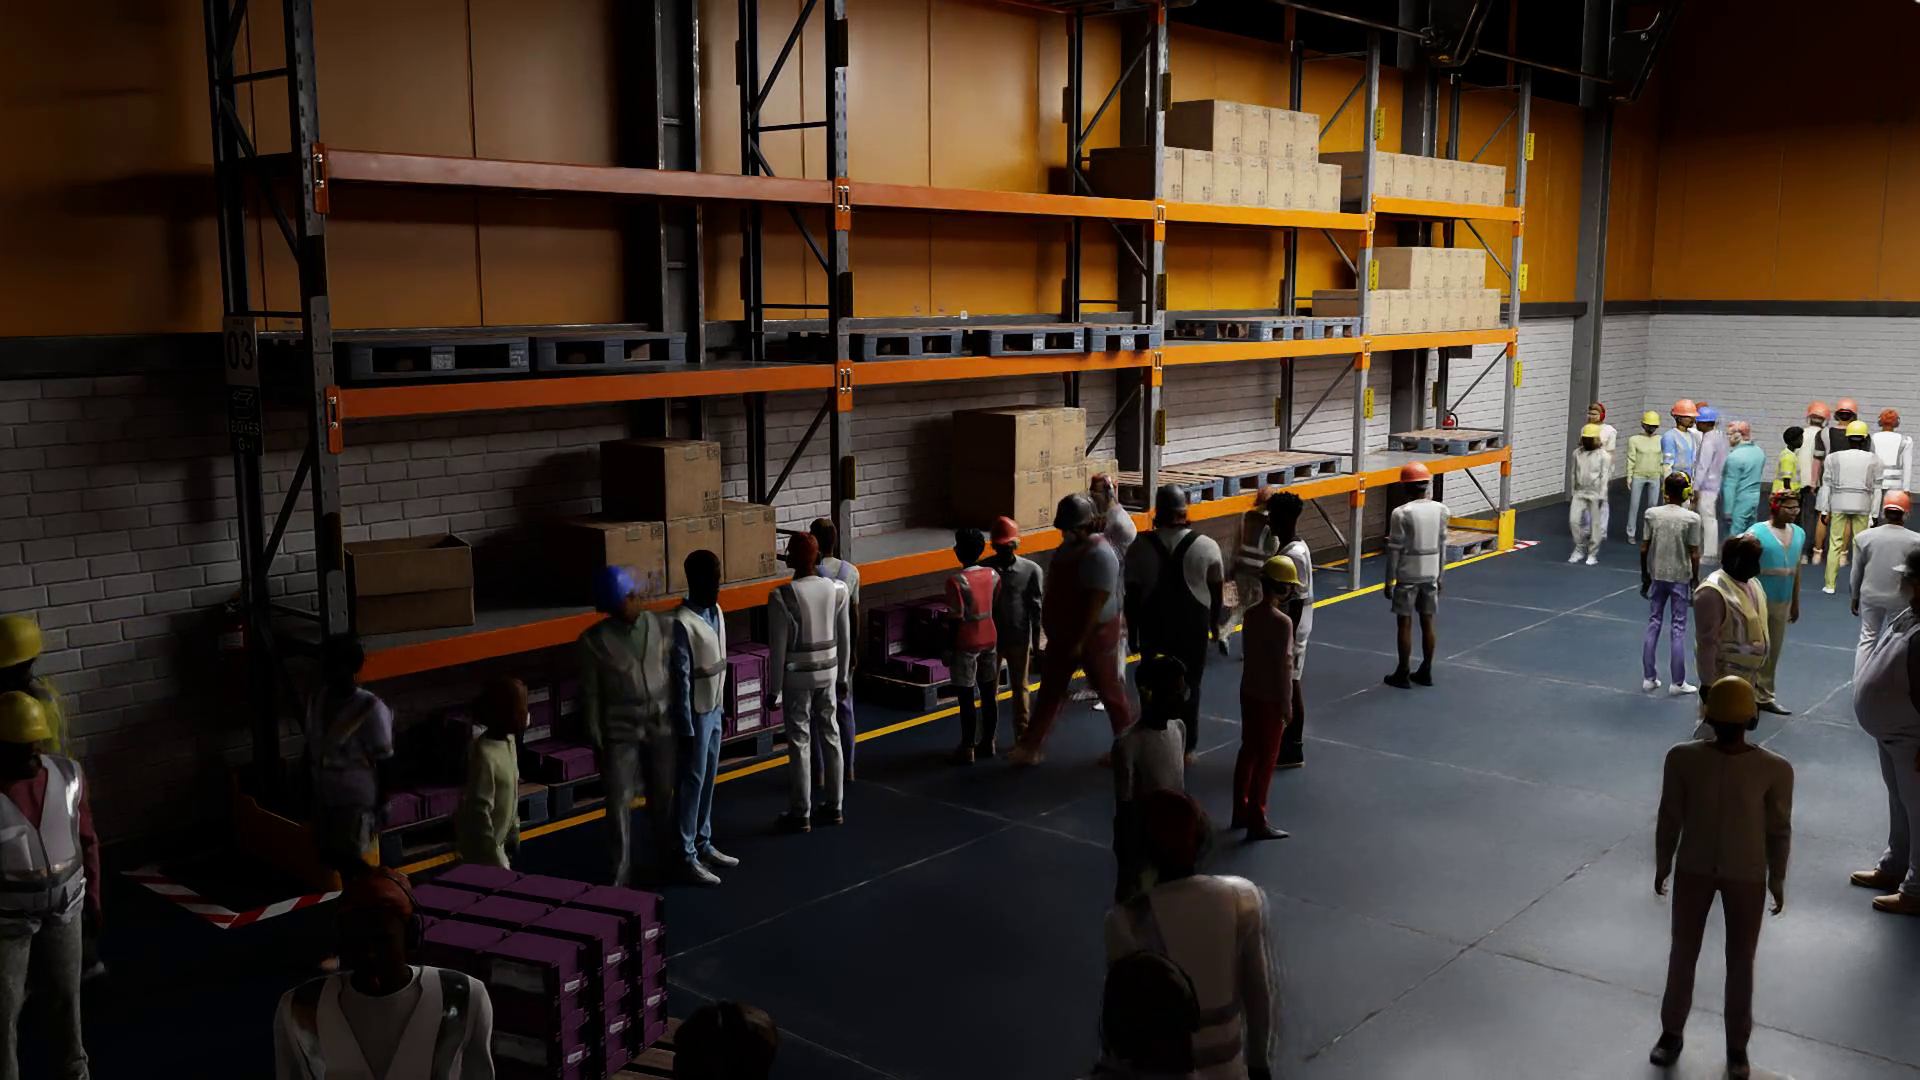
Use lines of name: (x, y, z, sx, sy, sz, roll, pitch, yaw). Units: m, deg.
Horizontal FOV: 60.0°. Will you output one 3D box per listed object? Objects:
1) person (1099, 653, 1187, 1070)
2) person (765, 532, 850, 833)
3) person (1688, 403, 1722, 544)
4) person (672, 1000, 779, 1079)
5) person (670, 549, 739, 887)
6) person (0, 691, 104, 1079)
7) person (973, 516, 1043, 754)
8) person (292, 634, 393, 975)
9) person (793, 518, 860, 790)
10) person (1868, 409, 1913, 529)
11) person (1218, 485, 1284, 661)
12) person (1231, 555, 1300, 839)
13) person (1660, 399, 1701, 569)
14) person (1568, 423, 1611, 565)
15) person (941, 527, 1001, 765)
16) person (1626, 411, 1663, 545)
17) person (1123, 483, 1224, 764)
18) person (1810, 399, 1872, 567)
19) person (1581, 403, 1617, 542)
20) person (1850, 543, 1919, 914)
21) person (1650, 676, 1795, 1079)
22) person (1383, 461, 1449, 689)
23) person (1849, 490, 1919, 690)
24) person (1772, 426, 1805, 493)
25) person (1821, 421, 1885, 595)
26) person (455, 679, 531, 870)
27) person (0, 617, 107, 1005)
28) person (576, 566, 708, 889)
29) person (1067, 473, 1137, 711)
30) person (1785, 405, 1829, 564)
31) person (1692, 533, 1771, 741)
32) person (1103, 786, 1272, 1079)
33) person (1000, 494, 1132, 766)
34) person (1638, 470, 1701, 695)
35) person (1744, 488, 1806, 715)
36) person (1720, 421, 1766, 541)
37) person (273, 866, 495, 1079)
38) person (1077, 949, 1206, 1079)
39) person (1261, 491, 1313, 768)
person: (0.824, 1.394, 7.192, 0.328, 1.860, 0.497, 7, 11, 38)
person: (-0.948, 0.881, 10.401, 0.585, 1.881, 0.337, -6, 11, -36)
person: (9.667, -0.857, 21.714, 0.603, 1.861, 0.457, -3, 9, -18)
person: (-0.483, 1.927, 3.829, 0.337, 1.837, 0.503, -2, 9, -13)
person: (-1.506, 0.999, 9.533, 0.374, 1.916, 0.597, 2, 9, 12)
person: (-3.733, 1.490, 6.667, 0.403, 1.824, 0.594, 6, 11, 34)
person: (0.313, 0.691, 12.049, 0.570, 1.749, 0.338, 1, 9, 10)
person: (-3.084, 1.283, 8.433, 0.541, 1.679, 0.645, 5, 10, 30)
person: (-0.907, 0.767, 11.298, 0.510, 1.839, 0.345, -7, 11, -37)
person: (11.288, -0.658, 20.323, 0.584, 1.882, 0.337, 4, 10, 26)
person: (2.651, 0.306, 14.958, 0.471, 1.612, 0.560, -7, 11, -38)
person: (1.916, 0.966, 10.297, 0.373, 1.752, 0.519, -3, 9, -16)
person: (8.551, -0.649, 19.754, 0.608, 2.044, 0.377, -8, 12, -41)
person: (7.603, -0.548, 20.124, 0.496, 1.727, 0.519, 8, 12, 41)
person: (0.077, 0.749, 11.847, 0.321, 1.697, 0.529, 8, 12, 41)
person: (8.939, -0.801, 21.649, 0.525, 1.760, 0.340, 1, 9, 6)
person: (1.523, 0.573, 11.880, 0.707, 2.000, 0.683, 1, 9, 9)
person: (10.600, -0.686, 20.050, 0.617, 2.029, 0.409, 5, 10, 29)
person: (8.418, -0.890, 21.975, 0.387, 1.838, 0.563, -4, 10, -22)
person: (5.184, 1.005, 9.097, 0.537, 2.000, 0.682, 2, 9, 13)
person: (3.273, 1.442, 7.166, 0.533, 1.765, 0.330, 5, 10, 29)
person: (3.824, 0.299, 14.035, 0.544, 1.927, 0.376, -3, 9, -18)
person: (7.552, 0.466, 13.531, 0.570, 1.744, 0.349, 8, 12, 44)
person: (10.041, -0.539, 20.195, 0.331, 1.684, 0.538, 5, 10, 28)
person: (9.733, -0.343, 18.183, 0.587, 1.920, 0.397, 4, 10, 27)
person: (-2.109, 1.432, 7.722, 0.676, 1.598, 0.522, 0, 9, -3)
person: (-4.392, 1.274, 7.823, 0.582, 1.900, 0.705, -7, 12, -40)
person: (-1.739, 1.054, 9.263, 0.760, 1.903, 0.405, -6, 11, -33)
person: (1.130, 0.407, 13.381, 0.411, 1.910, 0.643, -5, 10, -29)
person: (10.460, -0.700, 20.516, 0.648, 1.909, 1.043, 5, 10, 31)
person: (4.928, 0.866, 10.637, 0.634, 1.839, 0.429, -7, 11, -38)
person: (0.758, 1.700, 5.237, 0.606, 1.854, 0.845, -4, 10, -22)
person: (0.830, 0.610, 11.644, 0.983, 2.000, 0.682, -5, 10, -30)
person: (5.923, 0.349, 13.871, 0.336, 1.873, 0.521, -7, 11, -39)
person: (6.356, 0.495, 13.083, 0.580, 1.832, 0.404, -3, 9, -20)
person: (8.666, -0.382, 18.524, 0.641, 1.896, 0.403, -7, 11, -37)
person: (-1.537, 1.799, 4.486, 0.574, 1.882, 0.356, -2, 9, -15)
person: (0.494, 1.896, 3.917, 0.677, 1.874, 1.044, 3, 9, 20)
person: (2.307, 0.628, 11.767, 0.362, 1.963, 0.613, 1, 9, 9)
